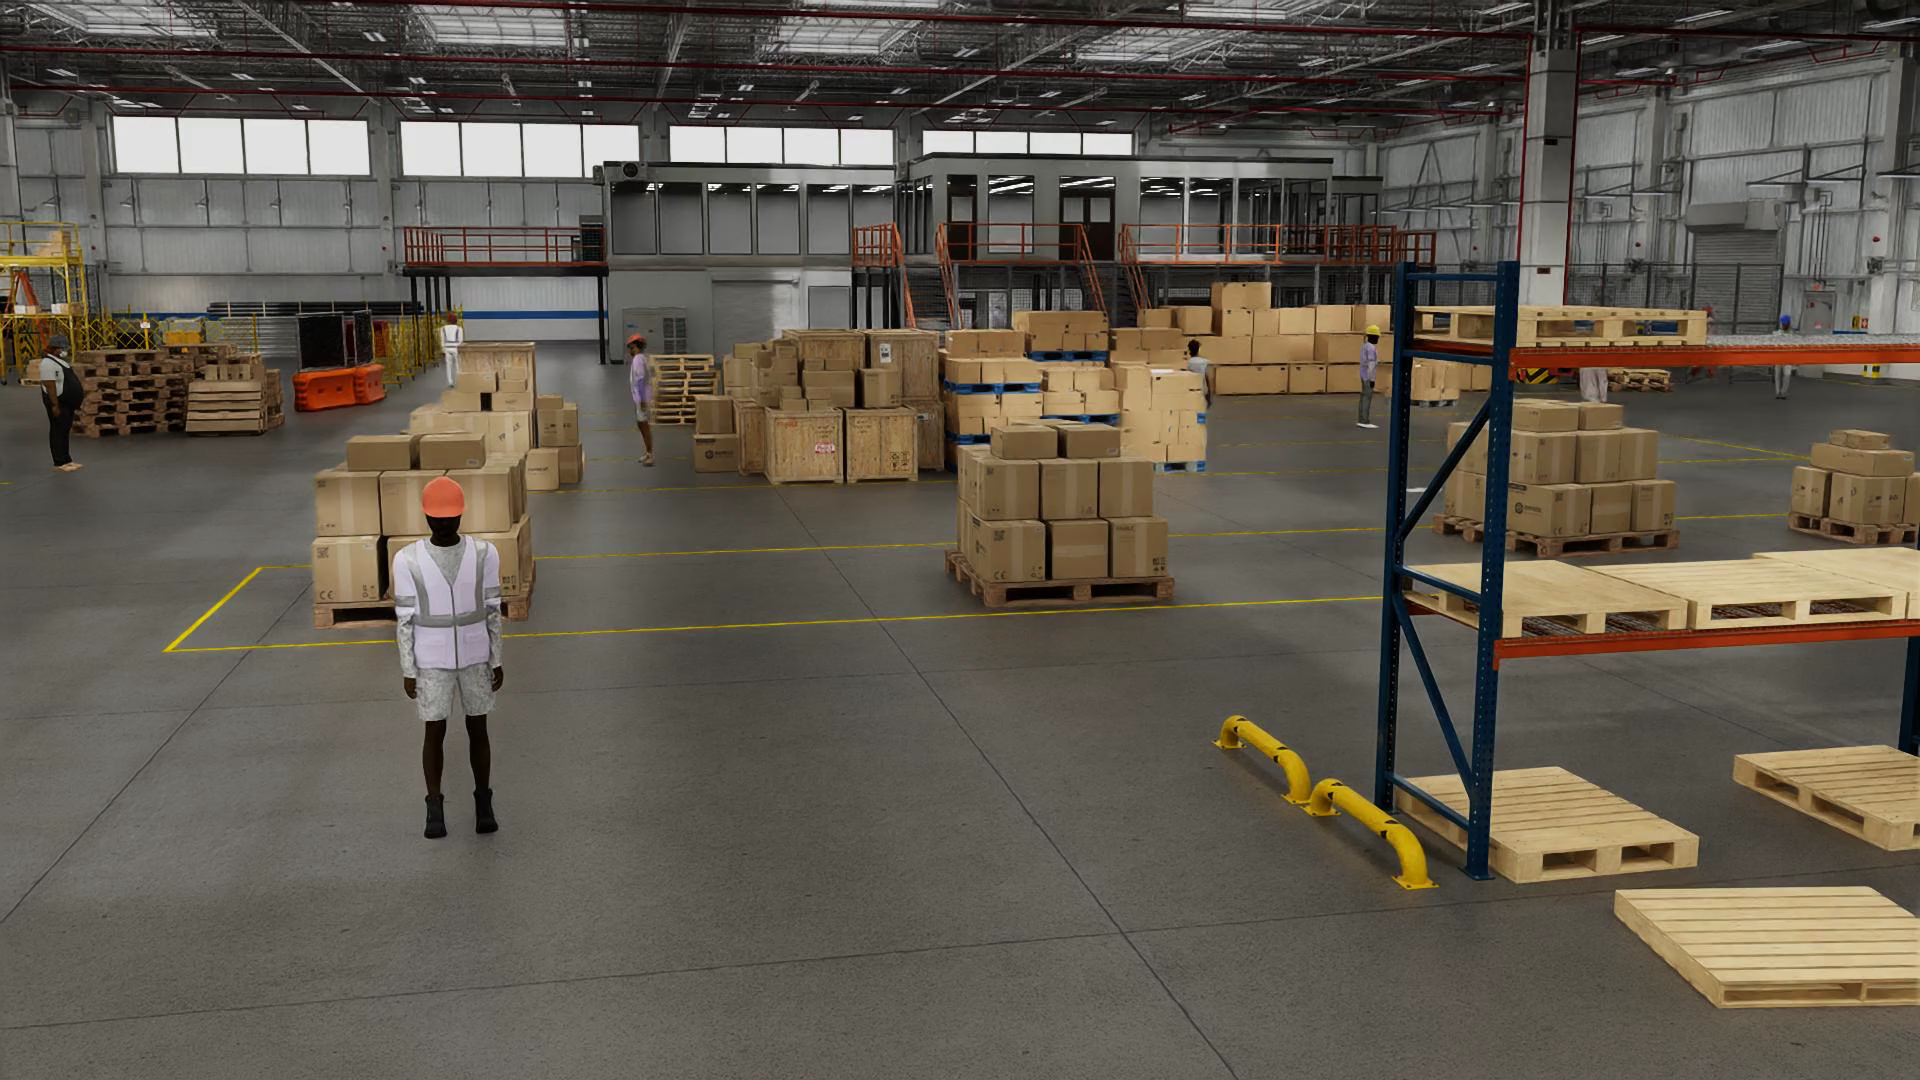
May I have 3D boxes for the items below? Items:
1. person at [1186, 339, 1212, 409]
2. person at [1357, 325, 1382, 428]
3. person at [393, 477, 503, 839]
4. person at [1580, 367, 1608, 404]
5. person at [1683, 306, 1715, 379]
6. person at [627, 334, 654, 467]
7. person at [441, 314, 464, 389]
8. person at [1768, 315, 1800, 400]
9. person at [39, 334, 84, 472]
[{"bbox_3d":[3.736,-2.308,26.813,0.570,1.848,0.685,-3,10,-15],"label":"person"},{"bbox_3d":[7.679,-3.058,31.164,0.383,1.924,0.594,0,9,-1],"label":"person"},{"bbox_3d":[-2.673,0.621,8.754,0.539,1.930,0.388,-4,10,-24],"label":"person"},{"bbox_3d":[9.853,-2.189,25.831,0.371,1.940,0.627,-2,9,-11],"label":"person"},{"bbox_3d":[20.014,-5.331,44.922,0.973,1.946,0.630,9,13,44],"label":"person"},{"bbox_3d":[-4.847,-2.113,25.259,0.417,1.996,0.791,-1,9,-5],"label":"person"},{"bbox_3d":[-12.591,-4.690,41.367,0.594,1.831,0.972,0,9,0],"label":"person"},{"bbox_3d":[18.671,-4.134,37.761,0.658,1.904,0.915,7,12,36],"label":"person"},{"bbox_3d":[-13.228,-2.030,24.549,0.536,2.000,0.676,-2,10,-14],"label":"person"}]
